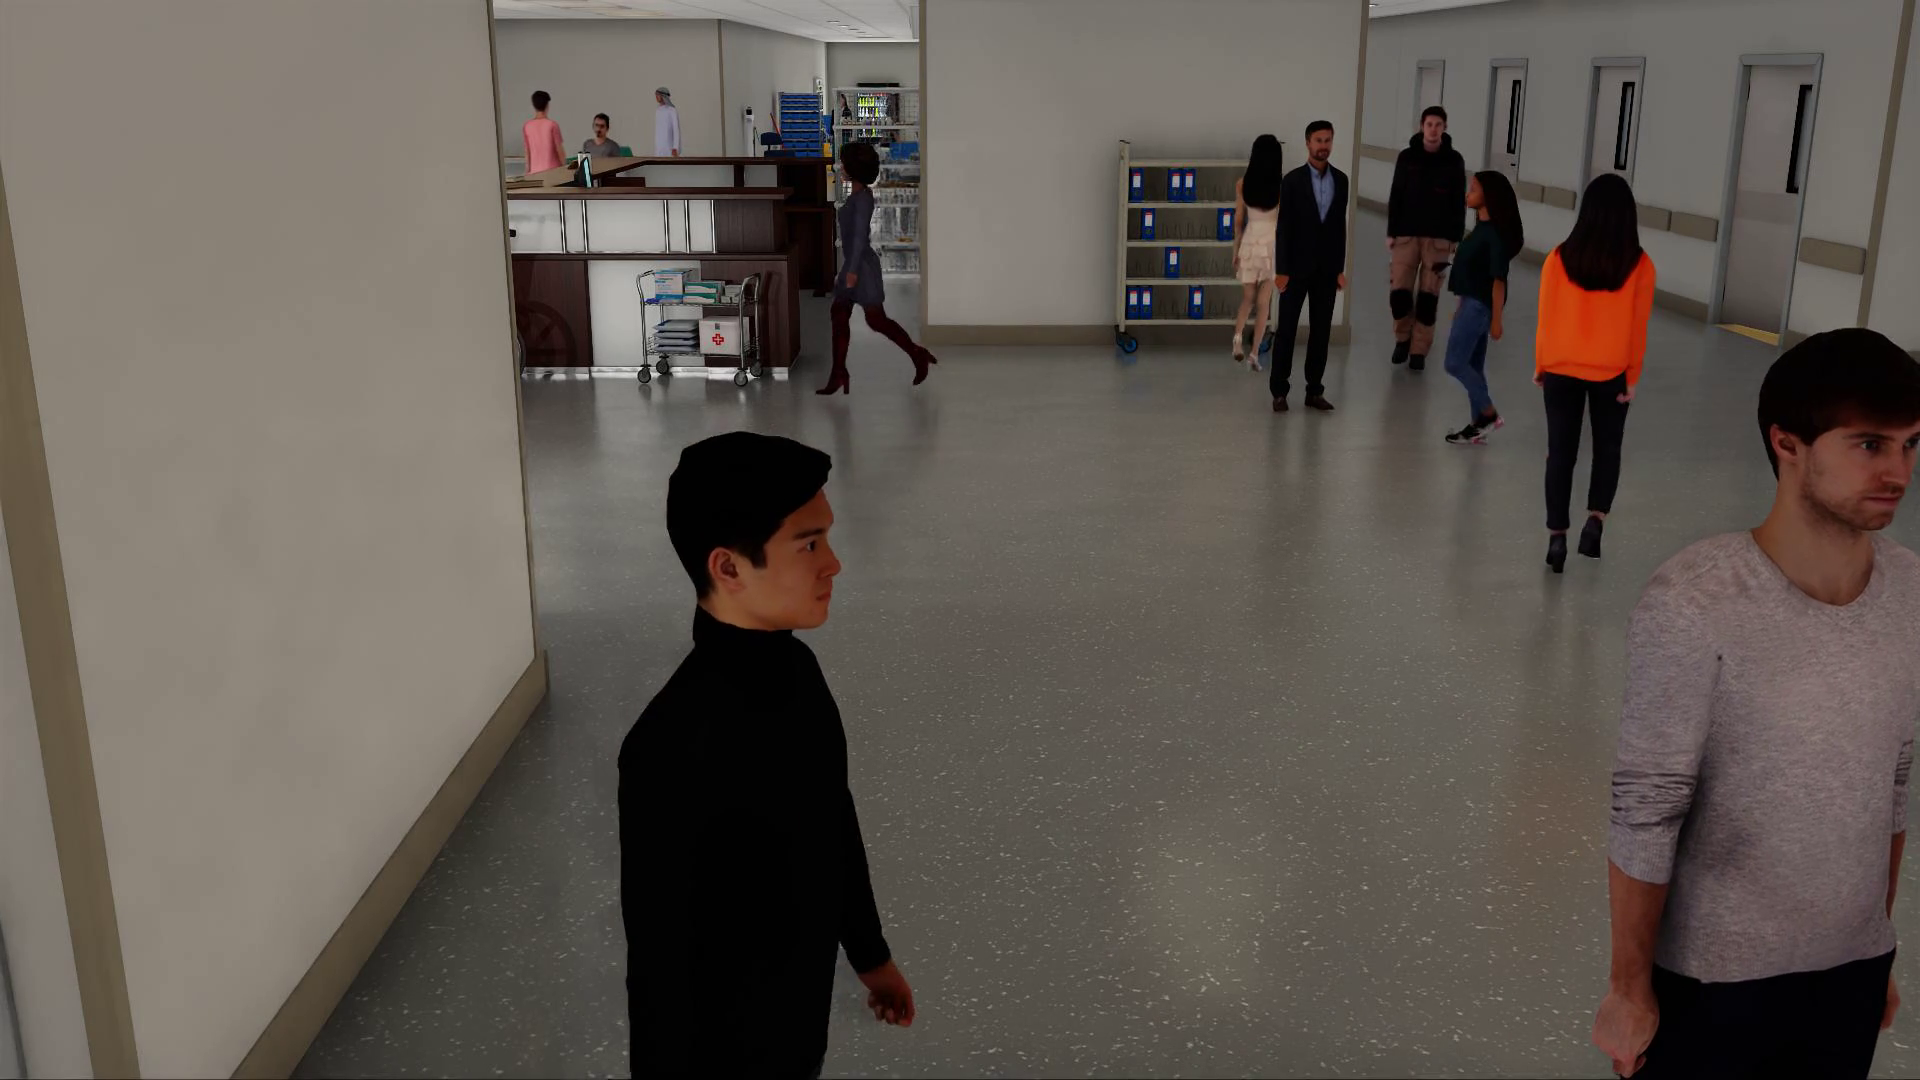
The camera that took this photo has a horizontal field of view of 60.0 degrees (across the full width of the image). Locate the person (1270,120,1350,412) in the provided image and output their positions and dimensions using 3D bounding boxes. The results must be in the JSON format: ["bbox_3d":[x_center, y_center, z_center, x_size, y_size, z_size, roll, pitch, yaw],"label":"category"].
[{"bbox_3d":[2.280,-1.767,10.793,0.581,1.866,0.749,-3,16,-11],"label":"person"}]

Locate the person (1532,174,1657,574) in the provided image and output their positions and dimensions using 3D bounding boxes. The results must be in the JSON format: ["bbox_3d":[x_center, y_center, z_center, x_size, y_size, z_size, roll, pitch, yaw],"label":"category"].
[{"bbox_3d":[2.716,-0.692,7.217,0.659,1.737,0.770,6,17,20],"label":"person"}]

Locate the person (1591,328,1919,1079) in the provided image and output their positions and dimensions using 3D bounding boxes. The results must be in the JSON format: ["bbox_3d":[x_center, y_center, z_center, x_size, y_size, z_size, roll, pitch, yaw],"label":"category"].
[{"bbox_3d":[1.155,0.601,2.439,0.578,1.843,0.780,-5,16,-17],"label":"person"}]

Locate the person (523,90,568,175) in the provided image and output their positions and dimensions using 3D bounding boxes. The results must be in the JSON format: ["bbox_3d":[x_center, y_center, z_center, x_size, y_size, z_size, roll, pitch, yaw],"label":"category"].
[{"bbox_3d":[-4.664,-4.050,18.720,0.636,1.959,0.772,5,17,17],"label":"person"}]

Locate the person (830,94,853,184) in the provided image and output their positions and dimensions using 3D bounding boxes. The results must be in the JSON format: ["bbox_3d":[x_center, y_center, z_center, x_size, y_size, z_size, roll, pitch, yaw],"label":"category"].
[{"bbox_3d":[-2.362,-7.985,33.082,0.502,1.740,0.704,2,16,8],"label":"person"}]

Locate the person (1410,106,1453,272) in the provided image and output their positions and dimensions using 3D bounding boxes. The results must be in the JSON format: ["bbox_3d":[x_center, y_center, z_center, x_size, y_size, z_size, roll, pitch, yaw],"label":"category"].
[{"bbox_3d":[5.201,-3.887,18.485,1.092,1.774,0.781,2,16,8],"label":"person"}]

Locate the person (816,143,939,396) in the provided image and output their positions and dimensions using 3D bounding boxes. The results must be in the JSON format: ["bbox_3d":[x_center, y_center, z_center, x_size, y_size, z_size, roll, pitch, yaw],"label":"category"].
[{"bbox_3d":[-0.576,-1.784,11.193,1.112,1.683,0.743,-4,16,-13],"label":"person"}]

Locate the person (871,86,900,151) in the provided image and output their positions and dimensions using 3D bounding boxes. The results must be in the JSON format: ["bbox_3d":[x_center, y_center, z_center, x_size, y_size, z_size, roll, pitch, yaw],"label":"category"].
[{"bbox_3d":[-1.924,-11.941,47.263,1.202,1.797,0.763,3,16,9],"label":"person"}]

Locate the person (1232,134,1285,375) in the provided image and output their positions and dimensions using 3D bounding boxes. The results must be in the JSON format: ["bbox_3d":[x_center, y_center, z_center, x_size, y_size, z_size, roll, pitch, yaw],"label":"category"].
[{"bbox_3d":[2.138,-2.033,12.002,0.804,1.724,0.817,9,18,28],"label":"person"}]

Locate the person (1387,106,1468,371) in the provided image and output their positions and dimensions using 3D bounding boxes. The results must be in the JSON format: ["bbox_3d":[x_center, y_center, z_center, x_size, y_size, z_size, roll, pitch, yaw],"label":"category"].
[{"bbox_3d":[3.441,-2.234,12.353,0.678,1.919,0.839,4,16,14],"label":"person"}]

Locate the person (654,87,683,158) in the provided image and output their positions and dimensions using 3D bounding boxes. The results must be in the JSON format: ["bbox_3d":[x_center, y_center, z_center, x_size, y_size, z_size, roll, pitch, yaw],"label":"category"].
[{"bbox_3d":[-4.661,-6.211,26.450,0.794,1.925,0.857,15,21,42],"label":"person"}]

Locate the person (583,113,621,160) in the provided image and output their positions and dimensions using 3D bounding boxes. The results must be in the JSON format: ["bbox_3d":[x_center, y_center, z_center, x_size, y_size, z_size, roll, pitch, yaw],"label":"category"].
[{"bbox_3d":[-3.758,-3.630,17.637,0.752,1.739,0.835,7,17,22],"label":"person"}]

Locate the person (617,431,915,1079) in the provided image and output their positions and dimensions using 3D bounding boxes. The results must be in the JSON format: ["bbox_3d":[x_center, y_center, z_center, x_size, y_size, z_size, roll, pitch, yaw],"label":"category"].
[{"bbox_3d":[-0.372,0.691,2.380,0.951,1.701,0.736,2,16,7],"label":"person"}]

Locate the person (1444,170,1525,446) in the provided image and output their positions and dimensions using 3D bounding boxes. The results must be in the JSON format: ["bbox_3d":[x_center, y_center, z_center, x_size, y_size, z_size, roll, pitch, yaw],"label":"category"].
[{"bbox_3d":[3.127,-1.344,9.776,0.642,1.605,0.620,2,16,6],"label":"person"}]
